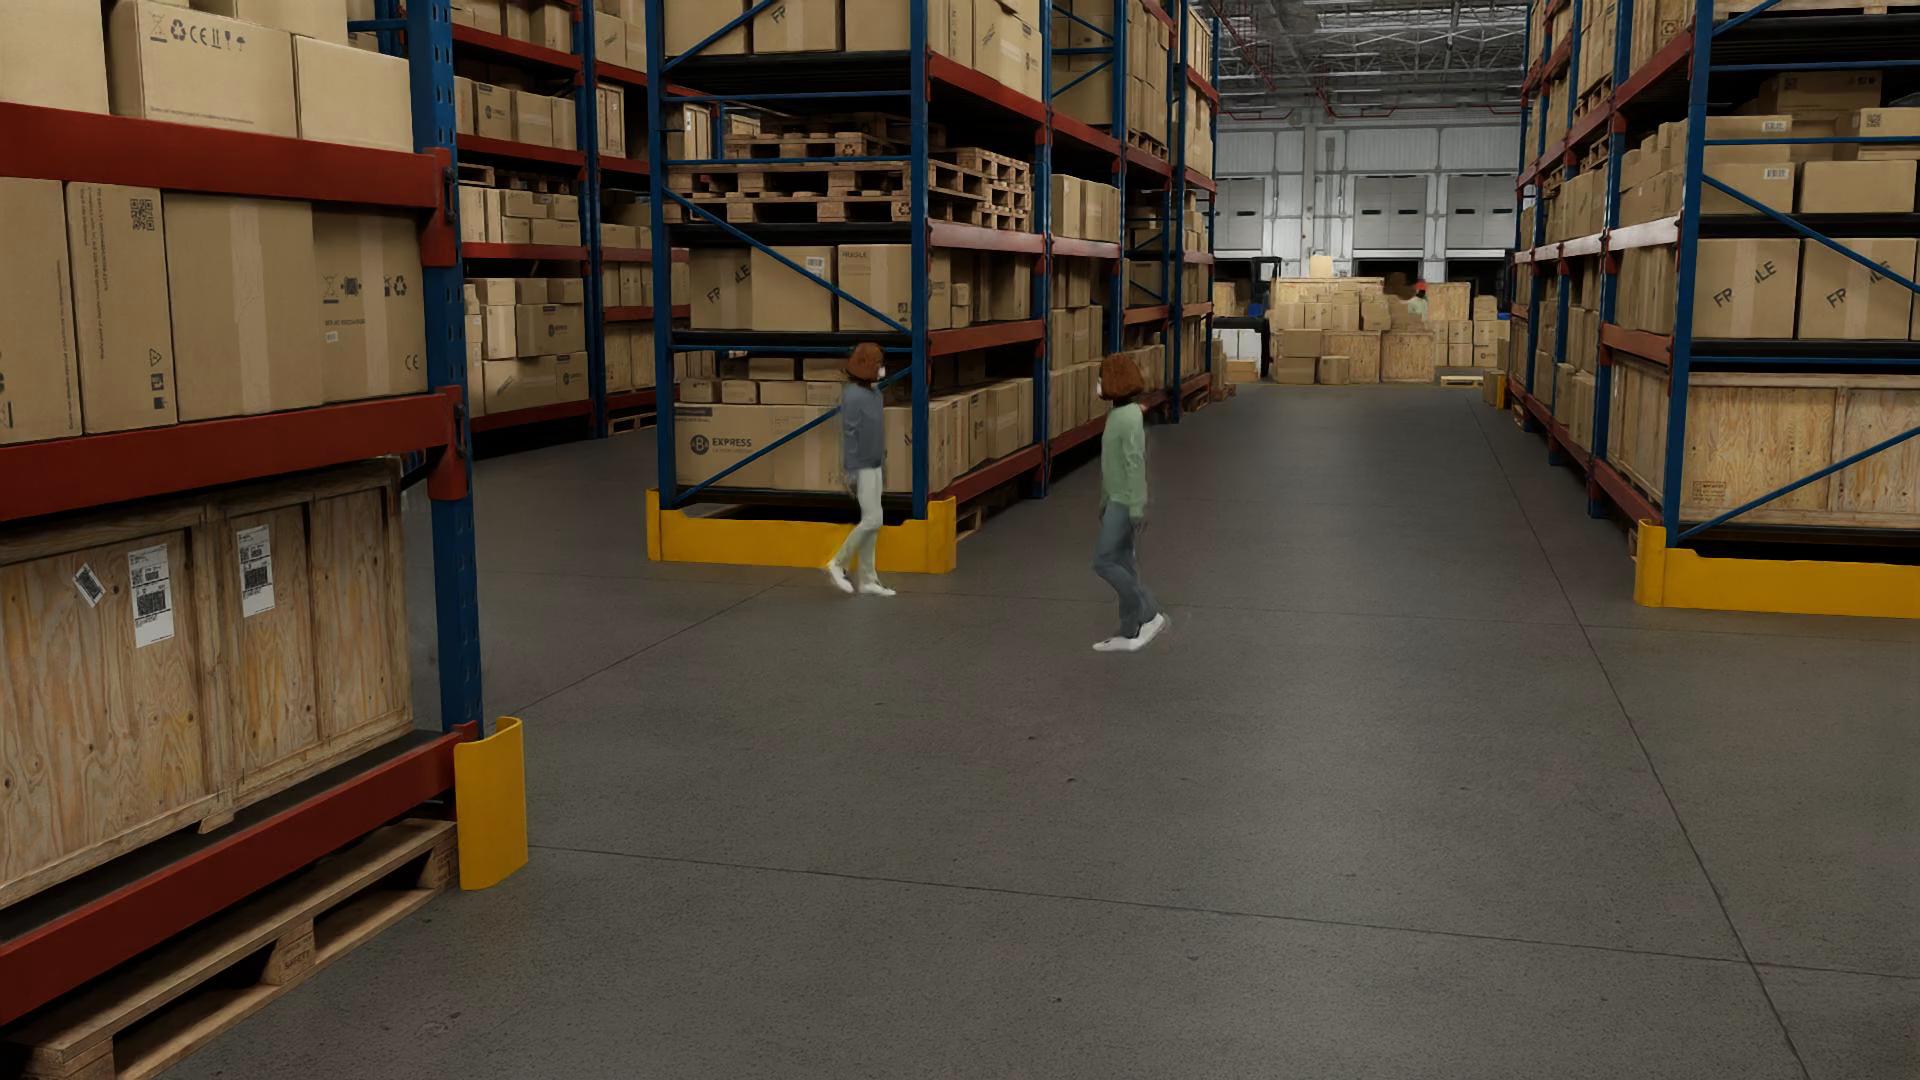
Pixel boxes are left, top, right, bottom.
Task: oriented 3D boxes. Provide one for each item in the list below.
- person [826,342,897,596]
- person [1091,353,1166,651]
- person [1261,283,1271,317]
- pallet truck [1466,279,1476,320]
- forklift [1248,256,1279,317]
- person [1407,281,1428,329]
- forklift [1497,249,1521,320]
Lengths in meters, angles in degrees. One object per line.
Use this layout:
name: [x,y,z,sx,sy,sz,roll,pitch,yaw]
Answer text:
person: [-0.585,-0.437,10.502,0.361,1.621,0.517,3,9,19]
person: [0.851,-0.186,8.927,0.353,1.622,0.510,0,9,-1]
person: [9.917,-7.347,53.646,0.984,1.889,0.650,-1,9,-6]
pallet truck: [18.896,-8.459,60.307,1.885,1.965,0.823,5,10,31]
forklift: [11.269,-9.084,61.485,1.129,2.768,1.873,2,9,15]
person: [9.419,-4.390,34.522,0.630,1.973,0.625,-7,11,-39]
forklift: [15.282,-6.531,45.267,1.129,2.768,1.873,5,10,29]
